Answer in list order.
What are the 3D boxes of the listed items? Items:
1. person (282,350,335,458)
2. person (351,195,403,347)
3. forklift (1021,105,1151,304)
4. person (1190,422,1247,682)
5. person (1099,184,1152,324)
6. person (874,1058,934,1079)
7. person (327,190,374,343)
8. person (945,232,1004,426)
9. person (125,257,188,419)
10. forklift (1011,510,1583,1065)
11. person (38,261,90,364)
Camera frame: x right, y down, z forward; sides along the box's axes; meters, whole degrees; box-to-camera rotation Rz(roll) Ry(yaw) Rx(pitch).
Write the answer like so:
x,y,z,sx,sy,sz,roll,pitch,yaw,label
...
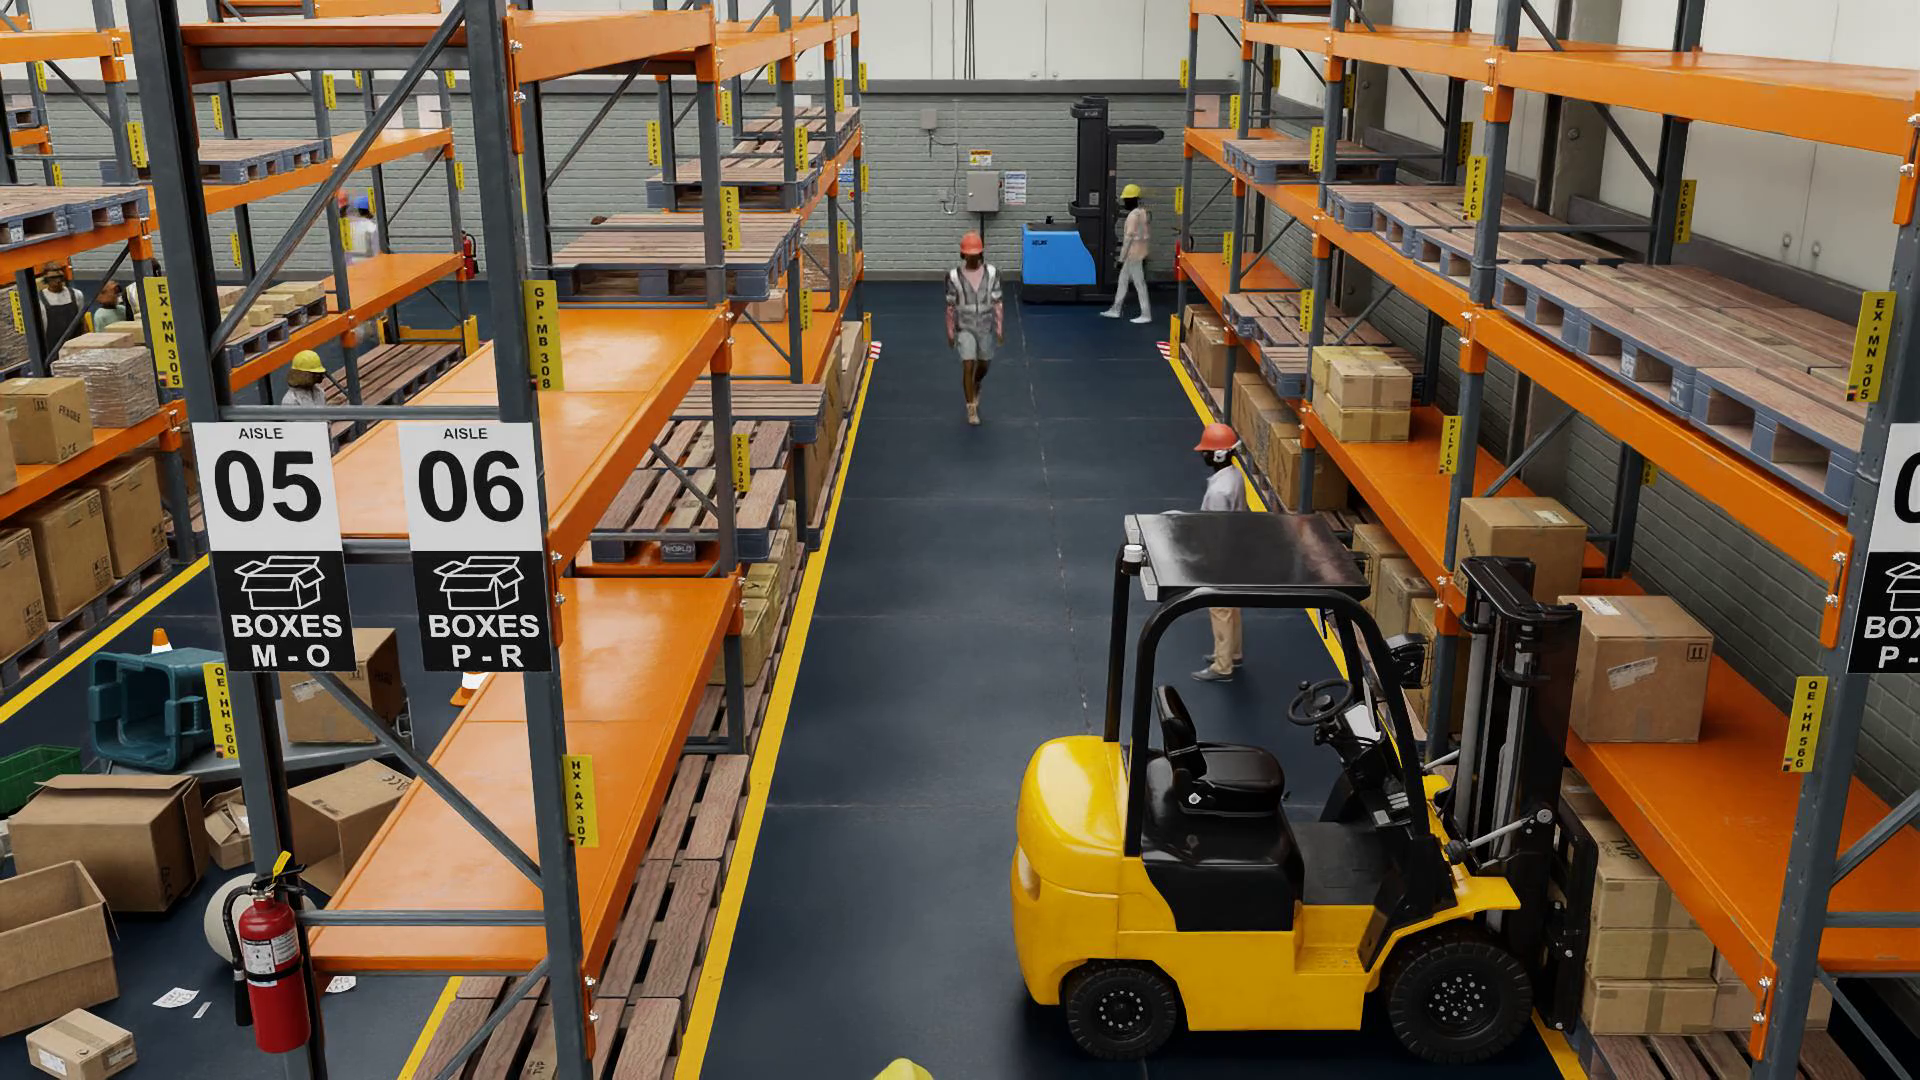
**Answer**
x,y,z,sx,sy,sz,roll,pitch,yaw,label
-5.153,-0.662,13.301,0.322,1.734,0.488,5,19,15,person
-7.596,-3.516,21.636,0.614,1.907,0.901,8,20,22,person
1.857,-4.944,24.441,1.873,2.768,1.129,0,18,0,forklift
1.719,0.073,11.065,0.365,1.739,0.568,6,19,18,person
2.283,-3.930,22.907,0.878,1.890,0.603,5,19,15,person
-0.139,2.208,4.560,0.524,1.770,0.315,-8,20,-24,person
-7.915,-3.562,21.636,0.712,1.995,0.701,12,22,32,person
0.136,-2.289,17.761,0.614,2.022,0.854,-4,19,-11,person
-8.261,-2.012,17.202,0.631,1.842,0.428,-4,19,-12,person
1.387,1.055,7.378,2.313,2.155,1.214,0,18,0,forklift
-9.133,-1.937,16.986,0.515,1.838,0.345,-17,25,-41,person
